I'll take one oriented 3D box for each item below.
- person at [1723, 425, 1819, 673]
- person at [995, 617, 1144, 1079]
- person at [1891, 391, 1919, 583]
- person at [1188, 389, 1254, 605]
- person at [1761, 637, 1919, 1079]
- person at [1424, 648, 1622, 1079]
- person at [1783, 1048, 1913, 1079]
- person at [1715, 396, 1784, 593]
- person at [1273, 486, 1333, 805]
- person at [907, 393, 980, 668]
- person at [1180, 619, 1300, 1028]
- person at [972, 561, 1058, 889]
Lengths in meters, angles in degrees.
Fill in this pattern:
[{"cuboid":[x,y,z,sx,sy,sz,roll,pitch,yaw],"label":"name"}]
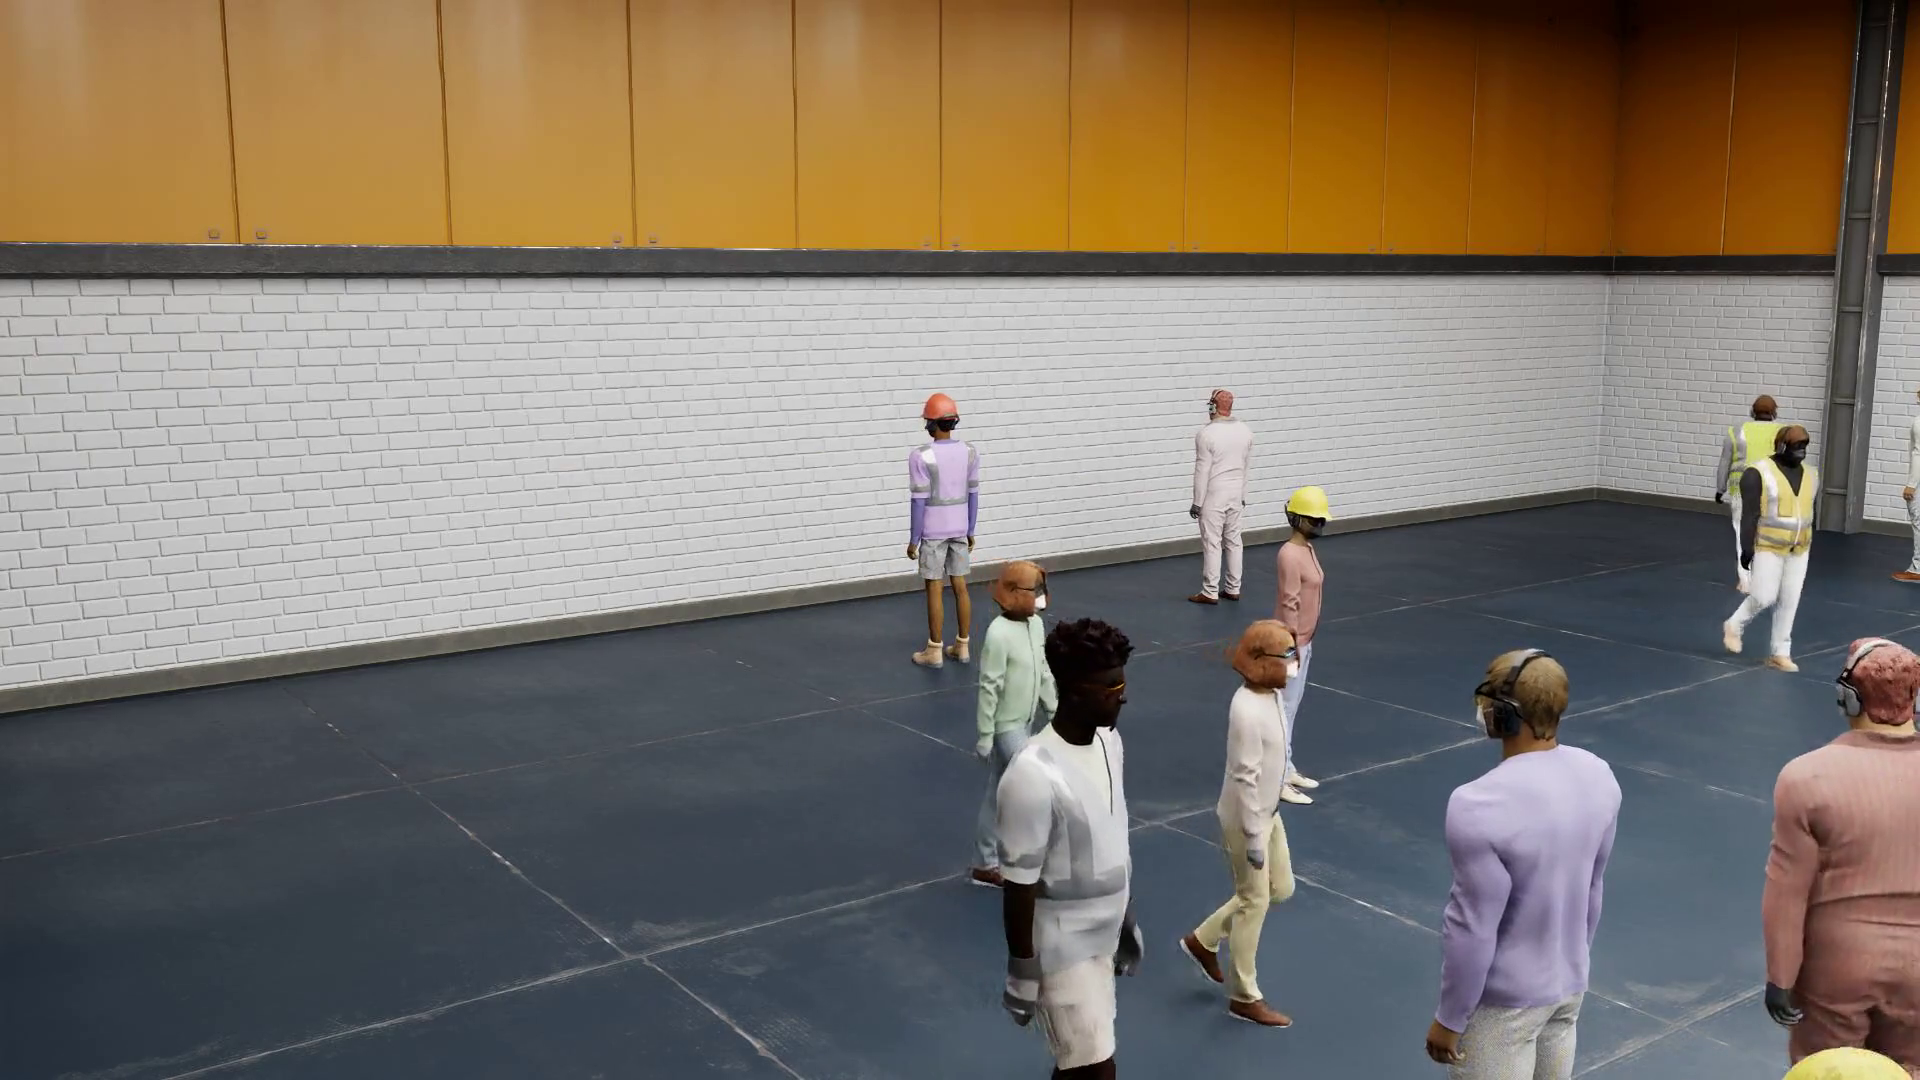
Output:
[{"cuboid":[6.033,0.051,12.323,0.638,1.829,0.537,-2,9,-11],"label":"person"},{"cuboid":[0.347,1.180,4.977,0.399,1.949,0.616,4,10,24],"label":"person"},{"cuboid":[9.138,-0.556,15.732,0.630,1.940,0.372,-7,11,-35],"label":"person"},{"cuboid":[2.287,-0.381,14.747,0.642,1.909,0.410,-7,11,-35],"label":"person"},{"cuboid":[2.662,1.231,4.837,0.662,1.891,0.540,1,9,5],"label":"person"},{"cuboid":[1.533,1.246,4.615,0.630,1.940,0.372,-7,11,-35],"label":"person"},{"cuboid":[1.309,1.647,2.786,0.599,1.727,0.490,2,9,10],"label":"person"},{"cuboid":[7.378,-0.444,15.462,0.640,1.791,0.940,3,10,19],"label":"person"},{"cuboid":[1.895,0.575,9.300,0.329,1.764,0.524,4,10,21],"label":"person"},{"cuboid":[-0.138,-0.071,12.405,0.607,2.048,0.365,-7,11,-35],"label":"person"},{"cuboid":[1.116,1.096,6.520,0.411,1.621,0.512,4,10,23],"label":"person"},{"cuboid":[0.361,0.895,7.771,0.740,1.600,0.527,4,10,24],"label":"person"}]
